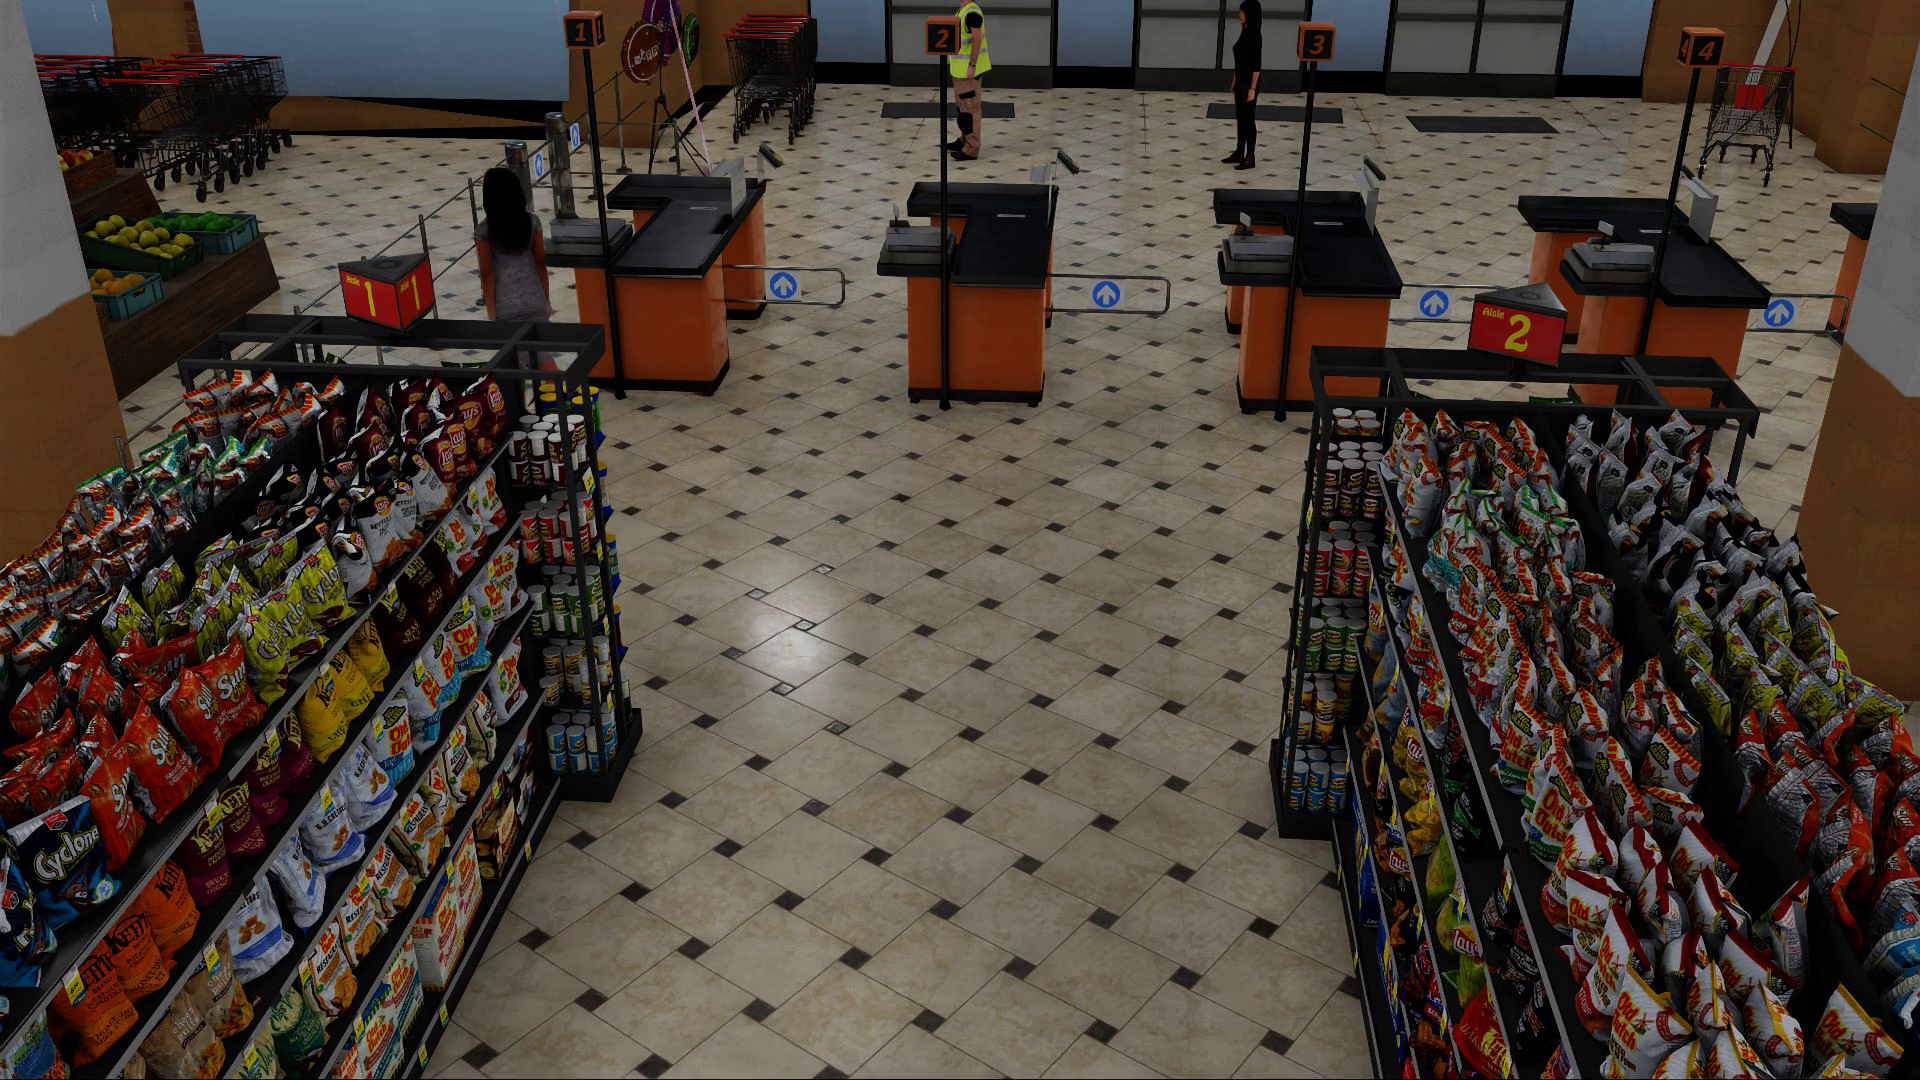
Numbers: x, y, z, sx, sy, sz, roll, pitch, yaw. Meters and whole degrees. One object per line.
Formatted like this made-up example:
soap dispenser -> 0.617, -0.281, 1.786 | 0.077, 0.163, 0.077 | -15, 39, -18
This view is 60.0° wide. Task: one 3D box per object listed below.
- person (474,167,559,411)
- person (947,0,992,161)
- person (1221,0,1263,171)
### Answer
person -> -2.692, -1.391, 10.272 | 0.918, 1.760, 1.067 | -14, 30, -26
person -> 0.057, -4.839, 16.976 | 0.842, 1.846, 0.736 | -5, 27, -9
person -> 2.882, -4.572, 16.676 | 0.710, 1.641, 0.564 | -8, 28, -16
